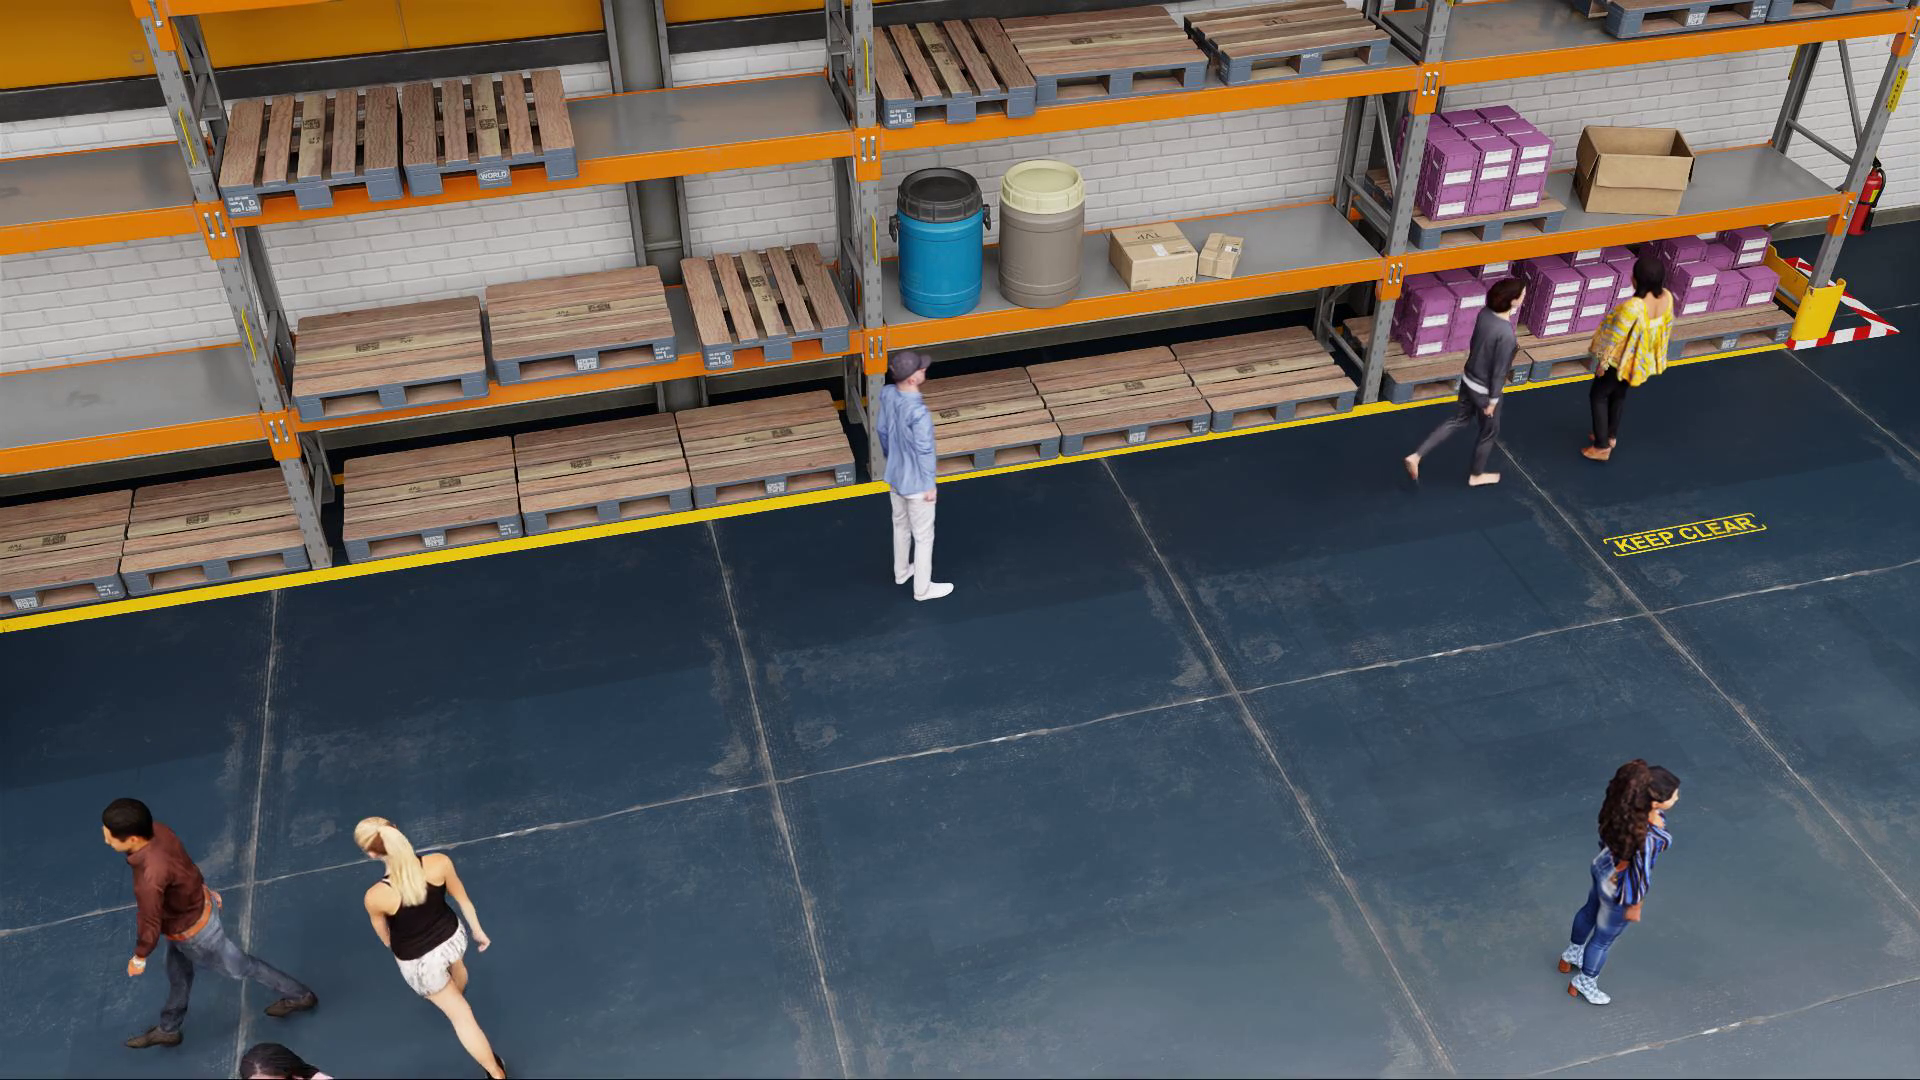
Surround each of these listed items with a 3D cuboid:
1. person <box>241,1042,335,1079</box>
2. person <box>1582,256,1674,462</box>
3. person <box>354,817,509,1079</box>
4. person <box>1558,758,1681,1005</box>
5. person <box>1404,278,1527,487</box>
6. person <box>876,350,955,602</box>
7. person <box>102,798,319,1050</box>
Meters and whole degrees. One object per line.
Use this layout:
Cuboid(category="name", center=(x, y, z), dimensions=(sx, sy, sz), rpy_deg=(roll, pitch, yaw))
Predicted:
Cuboid(category="person", center=(-2.803, 2.625, 7.221), dimensions=(0.509, 1.708, 0.687), rpy_deg=(-11, 40, -13))
Cuboid(category="person", center=(4.878, -1.303, 12.186), dimensions=(0.825, 1.650, 0.902), rpy_deg=(-25, 45, -28))
Cuboid(category="person", center=(-2.465, 2.017, 7.914), dimensions=(1.115, 1.794, 1.045), rpy_deg=(-28, 47, -31))
Cuboid(category="person", center=(3.331, 1.726, 8.422), dimensions=(0.659, 1.614, 0.673), rpy_deg=(3, 39, 4))
Cuboid(category="person", center=(3.641, -1.087, 11.833), dimensions=(0.986, 1.753, 0.655), rpy_deg=(-13, 40, -16))
Cuboid(category="person", center=(-0.323, -0.425, 10.896), dimensions=(0.702, 1.888, 0.725), rpy_deg=(-24, 44, -27))
Cuboid(category="person", center=(-3.645, 1.884, 8.139), dimensions=(1.196, 1.721, 0.780), rpy_deg=(-16, 41, -19))
